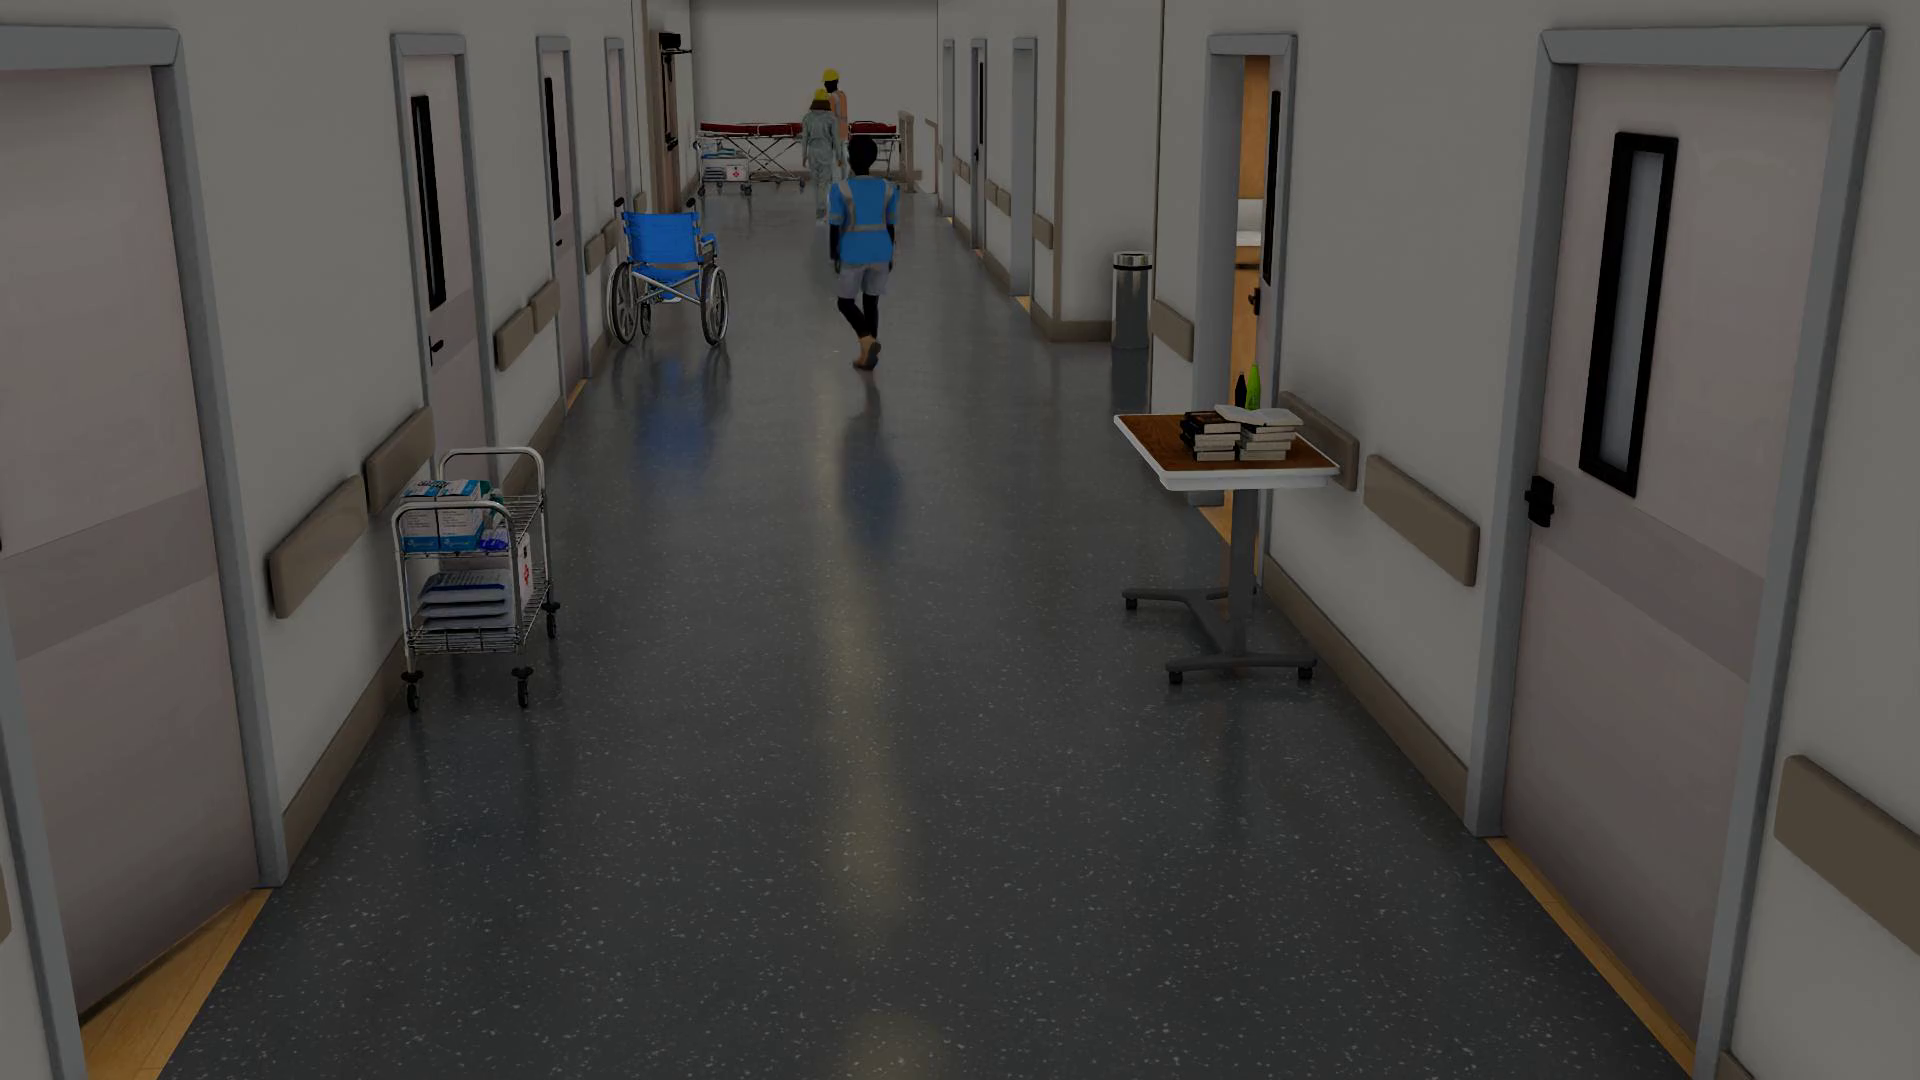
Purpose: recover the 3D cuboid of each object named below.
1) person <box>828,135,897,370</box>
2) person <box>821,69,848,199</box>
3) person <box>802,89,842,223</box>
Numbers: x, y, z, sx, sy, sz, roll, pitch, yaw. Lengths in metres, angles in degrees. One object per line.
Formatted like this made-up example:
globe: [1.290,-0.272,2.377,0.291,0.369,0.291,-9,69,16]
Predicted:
person: [-0.661,-1.996,11.737,0.538,1.680,0.574,-9,19,-27]
person: [-1.892,-6.108,25.080,0.393,1.918,0.585,5,17,17]
person: [-1.794,-5.072,21.975,0.506,1.705,0.848,5,17,16]
